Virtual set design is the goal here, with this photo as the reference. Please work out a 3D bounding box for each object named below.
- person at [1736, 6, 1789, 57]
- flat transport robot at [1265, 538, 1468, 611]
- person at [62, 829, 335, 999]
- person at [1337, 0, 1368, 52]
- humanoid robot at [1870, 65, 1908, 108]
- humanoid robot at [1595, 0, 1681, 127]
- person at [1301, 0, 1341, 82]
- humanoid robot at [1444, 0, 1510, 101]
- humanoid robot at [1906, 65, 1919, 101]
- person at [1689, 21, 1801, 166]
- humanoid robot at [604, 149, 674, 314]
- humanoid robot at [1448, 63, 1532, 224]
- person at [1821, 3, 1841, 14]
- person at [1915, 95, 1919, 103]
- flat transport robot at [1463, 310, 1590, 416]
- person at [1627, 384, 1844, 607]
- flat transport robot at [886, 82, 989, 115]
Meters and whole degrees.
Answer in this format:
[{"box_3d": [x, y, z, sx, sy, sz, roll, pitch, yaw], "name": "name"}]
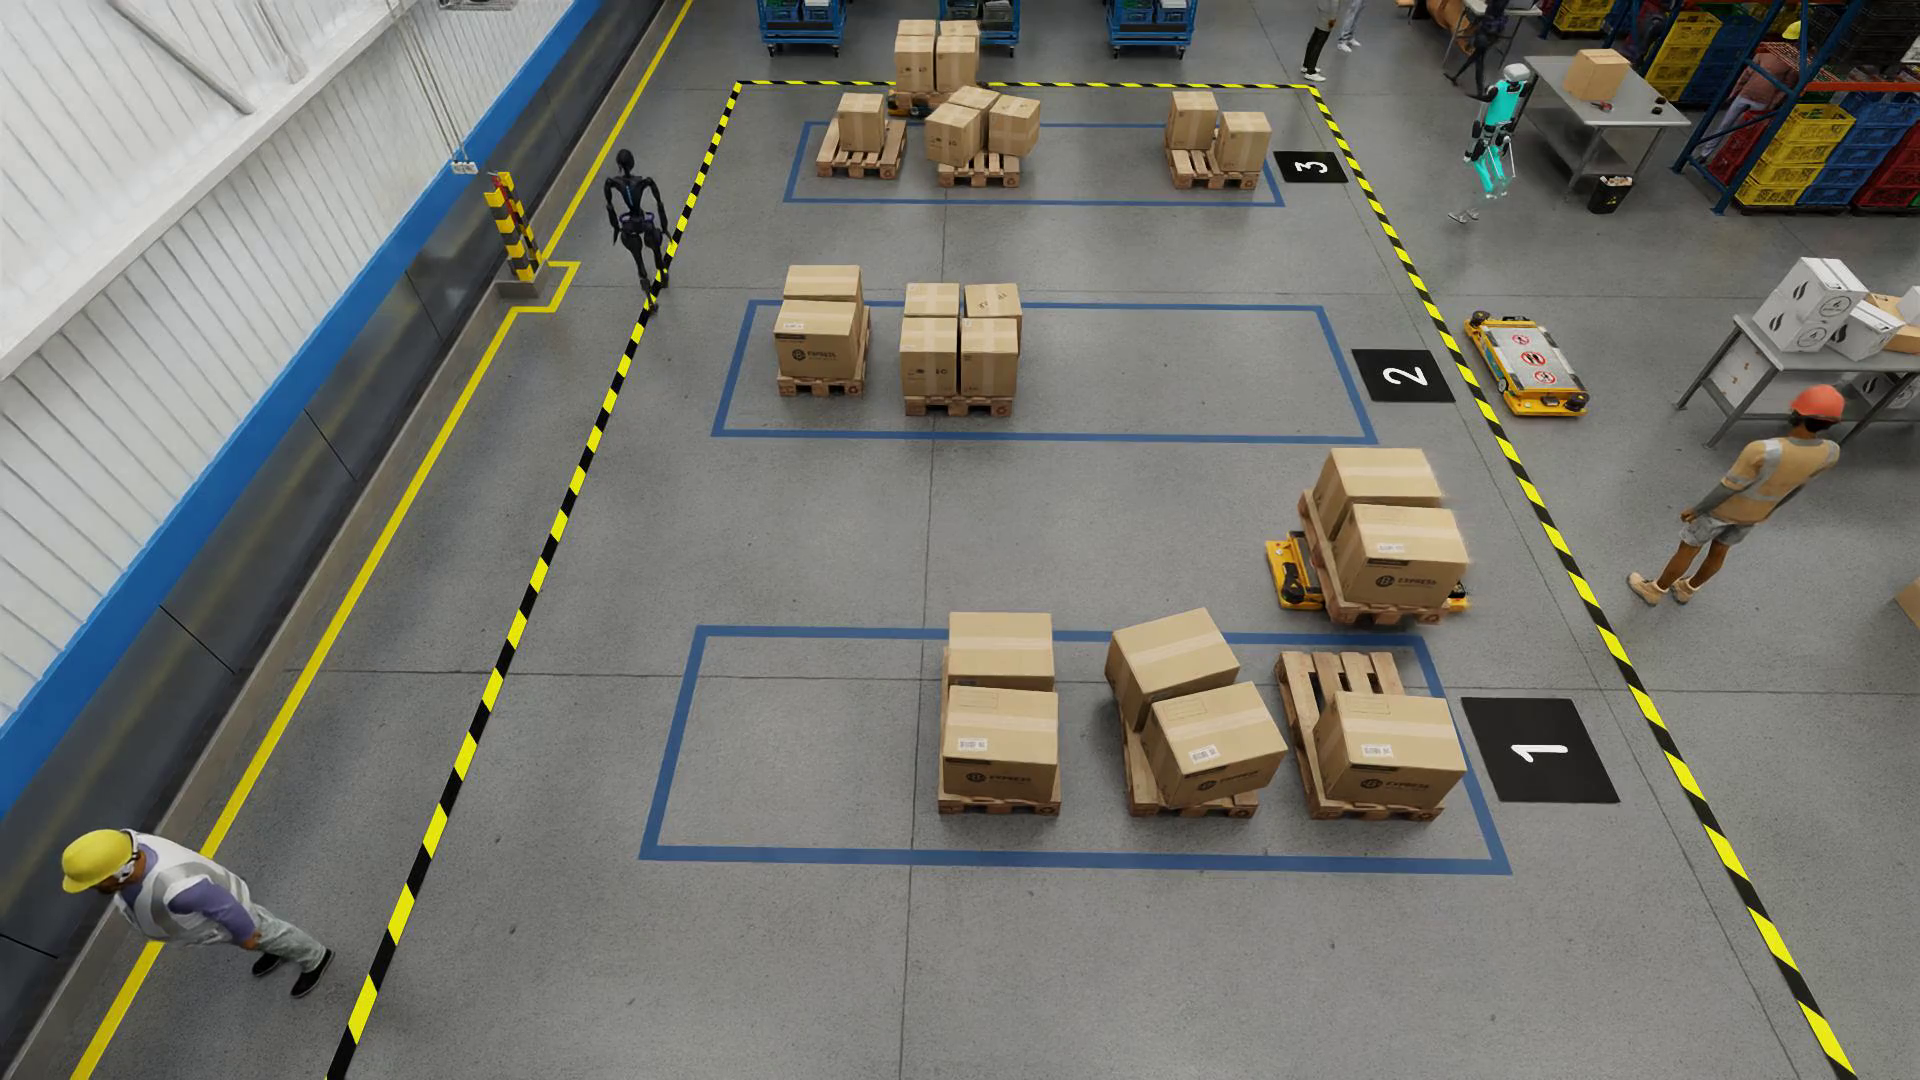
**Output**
[{"box_3d": [11.739, -7.678, 13.148, 0.631, 1.835, 0.549, 1, 49, 1], "name": "person"}, {"box_3d": [3.233, 0.241, 7.306, 1.431, 0.197, 0.652, 1, 49, 1], "name": "flat transport robot"}, {"box_3d": [-3.943, 1.957, 4.804, 0.589, 1.833, 0.405, 20, 52, 17], "name": "person"}, {"box_3d": [6.109, -8.314, 13.759, 0.305, 1.736, 0.484, 35, 58, 27], "name": "person"}, {"box_3d": [12.879, -6.695, 12.385, 0.541, 1.838, 0.660, -25, 54, -20], "name": "humanoid robot"}, {"box_3d": [8.851, -6.291, 12.051, 0.355, 1.650, 0.595, 34, 57, 26], "name": "humanoid robot"}, {"box_3d": [5.266, -7.538, 13.010, 0.378, 1.852, 0.596, 3, 49, 2], "name": "person"}, {"box_3d": [7.305, -7.054, 12.736, 0.585, 1.623, 0.774, -33, 57, -25], "name": "humanoid robot"}, {"box_3d": [13.631, -6.957, 12.556, 0.540, 1.760, 0.674, 27, 54, 22], "name": "humanoid robot"}, {"box_3d": [9.703, -5.389, 11.206, 0.312, 1.767, 0.533, -31, 56, -24], "name": "person"}, {"box_3d": [-3.287, -3.180, 9.395, 0.609, 1.635, 0.791, -7, 50, -6], "name": "humanoid robot"}, {"box_3d": [5.997, -4.315, 10.205, 0.533, 1.681, 0.735, -12, 50, -10], "name": "humanoid robot"}, {"box_3d": [13.161, -8.210, 13.605, 0.598, 1.834, 0.520, -29, 55, -22], "name": "person"}, {"box_3d": [13.177, -6.300, 11.958, 0.654, 1.820, 0.687, 12, 50, 10], "name": "person"}, {"box_3d": [5.573, -1.757, 9.054, 0.659, 0.231, 1.431, 1, 49, 1], "name": "flat transport robot"}, {"box_3d": [5.567, -0.265, 6.598, 0.613, 2.028, 0.399, -1, 49, -1], "name": "person"}, {"box_3d": [-0.308, -6.233, 12.910, 1.431, 0.197, 0.652, 1, 49, 1], "name": "flat transport robot"}]
